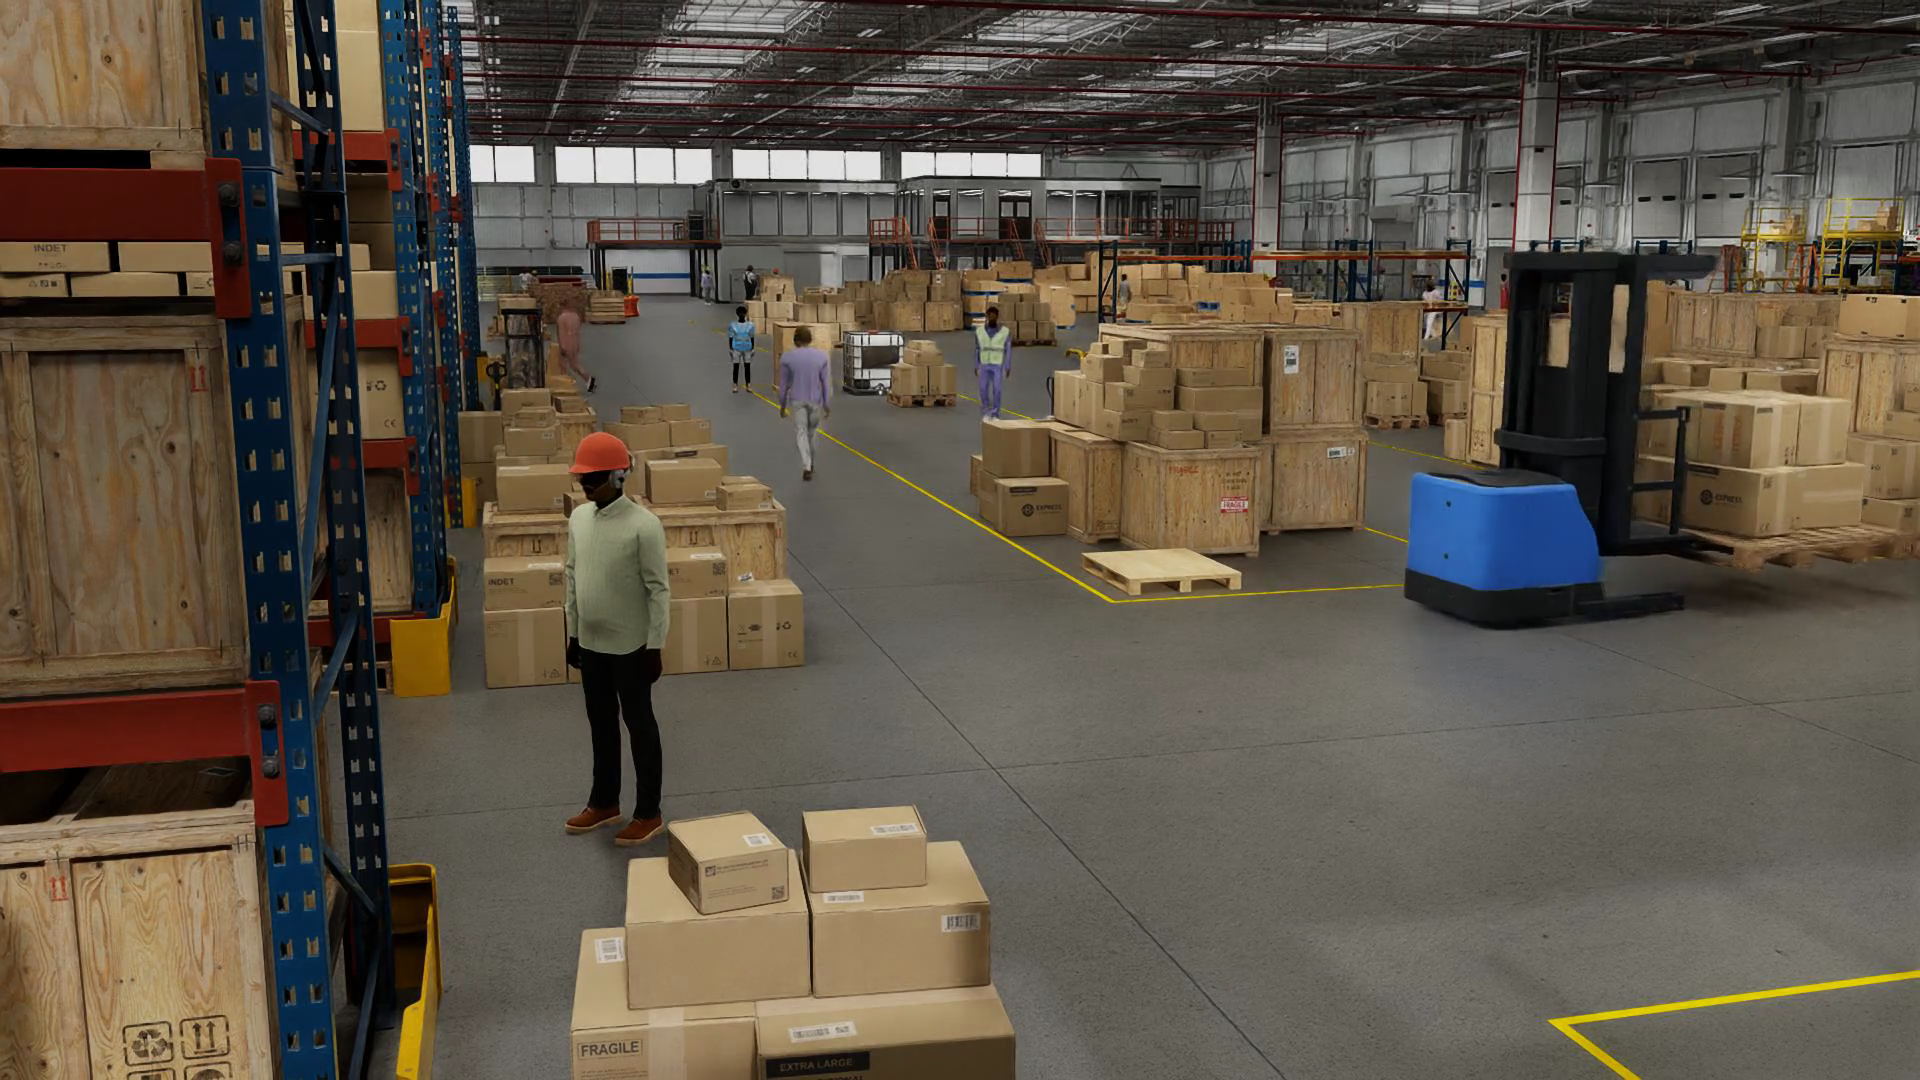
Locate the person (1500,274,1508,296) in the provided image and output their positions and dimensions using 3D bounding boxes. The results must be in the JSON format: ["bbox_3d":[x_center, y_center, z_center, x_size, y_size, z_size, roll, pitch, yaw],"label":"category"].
[{"bbox_3d":[23.370,-10.584,71.478,0.323,1.688,0.530,-1,10,-5],"label":"person"}]

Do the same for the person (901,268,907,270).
[{"bbox_3d":[-2.182,-9.562,64.715,0.605,2.034,0.392,9,13,40],"label":"person"}]

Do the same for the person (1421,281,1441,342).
[{"bbox_3d":[14.281,-6.934,50.463,0.795,1.818,0.633,-8,13,-39],"label":"person"}]

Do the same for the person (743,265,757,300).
[{"bbox_3d":[-9.587,-11.600,76.238,0.682,2.000,0.538,10,14,43],"label":"person"}]

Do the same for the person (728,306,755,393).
[{"bbox_3d":[-4.294,-3.746,32.736,0.535,1.697,0.318,-3,10,-16],"label":"person"}]

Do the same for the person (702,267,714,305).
[{"bbox_3d":[-12.336,-12.419,81.390,0.592,1.873,0.999,-6,12,-31],"label":"person"}]

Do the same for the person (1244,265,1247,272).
[{"bbox_3d":[13.478,-12.030,78.800,0.396,1.992,0.623,0,10,0],"label":"person"}]

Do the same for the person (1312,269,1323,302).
[{"bbox_3d":[17.069,-12.004,79.251,0.642,1.812,0.636,-6,12,-31],"label":"person"}]

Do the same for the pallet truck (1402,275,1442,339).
[{"bbox_3d":[14.620,-7.324,52.145,0.823,1.965,1.885,8,13,40],"label":"pallet truck"}]

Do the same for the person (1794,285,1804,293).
[{"bbox_3d":[22.040,-5.741,43.579,0.583,1.863,0.779,-10,14,-43],"label":"person"}]

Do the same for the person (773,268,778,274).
[{"bbox_3d":[-7.915,-10.731,71.610,0.553,1.934,0.364,-4,11,-22],"label":"person"}]

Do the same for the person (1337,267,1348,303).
[{"bbox_3d":[17.843,-11.816,77.781,0.587,1.927,0.364,1,10,4],"label":"person"}]

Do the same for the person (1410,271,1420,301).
[{"bbox_3d":[21.069,-11.616,77.193,0.577,1.731,0.542,-4,11,-20],"label":"person"}]

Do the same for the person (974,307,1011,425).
[{"bbox_3d":[0.508,-2.784,26.717,0.616,1.890,0.800,2,10,10],"label":"person"}]

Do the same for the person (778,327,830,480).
[{"bbox_3d":[-1.933,-1.695,20.654,0.635,1.890,1.030,-3,10,-14],"label":"person"}]

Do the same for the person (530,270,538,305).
[{"bbox_3d":[-19.803,-11.681,77.472,0.311,1.768,0.533,-9,13,-42],"label":"person"}]

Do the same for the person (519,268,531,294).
[{"bbox_3d":[-21.343,-12.445,81.654,0.578,1.819,1.030,-1,10,-5],"label":"person"}]

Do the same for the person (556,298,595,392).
[{"bbox_3d":[-7.524,-3.753,32.282,0.700,1.884,0.652,4,11,23],"label":"person"}]

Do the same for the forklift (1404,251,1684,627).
[{"bbox_3d":[4.576,-0.842,12.939,1.873,2.768,1.129,-4,11,-19],"label":"forklift"}]

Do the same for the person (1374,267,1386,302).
[{"bbox_3d":[19.505,-11.704,77.181,0.599,1.913,0.567,-3,10,-16],"label":"person"}]

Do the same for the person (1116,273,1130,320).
[{"bbox_3d":[6.339,-9.395,64.376,0.535,1.832,0.953,-6,12,-31],"label":"person"}]

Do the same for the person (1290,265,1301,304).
[{"bbox_3d":[16.745,-12.717,82.821,0.607,1.947,0.406,2,10,13],"label":"person"}]

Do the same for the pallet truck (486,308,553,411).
[{"bbox_3d":[-6.242,-2.418,24.362,0.823,1.965,1.885,1,10,3],"label":"pallet truck"}]

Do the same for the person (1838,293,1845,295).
[{"bbox_3d":[18.108,-4.141,34.350,0.653,1.919,0.743,-3,10,-15],"label":"person"}]

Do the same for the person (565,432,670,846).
[{"bbox_3d":[-1.673,0.473,8.000,0.624,1.992,0.390,7,12,33],"label":"person"}]
